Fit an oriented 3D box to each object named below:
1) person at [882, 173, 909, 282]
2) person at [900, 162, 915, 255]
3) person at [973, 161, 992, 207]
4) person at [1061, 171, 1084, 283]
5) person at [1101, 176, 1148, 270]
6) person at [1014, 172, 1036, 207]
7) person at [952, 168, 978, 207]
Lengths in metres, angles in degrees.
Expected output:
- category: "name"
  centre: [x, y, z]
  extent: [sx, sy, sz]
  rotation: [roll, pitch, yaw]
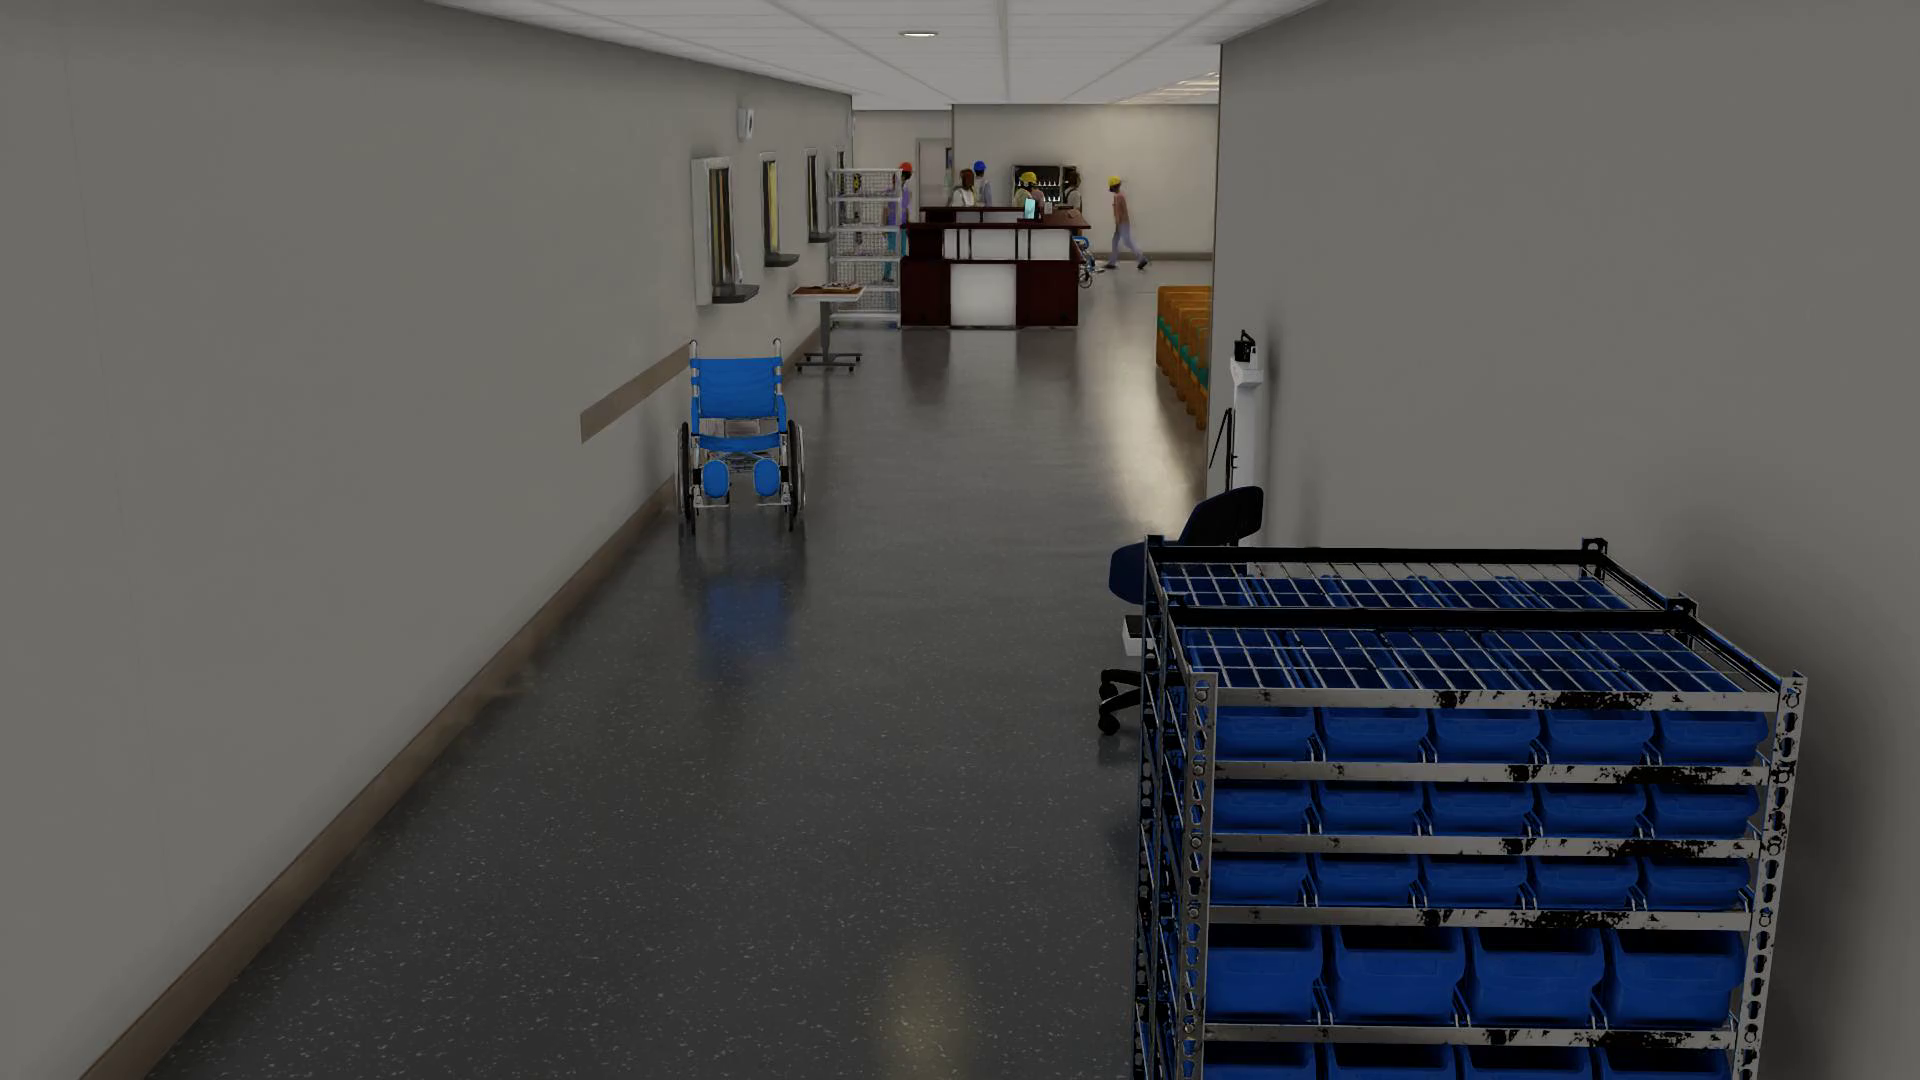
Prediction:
- category: "person"
  centre: [-1.094, -5.288, 28.129]
  extent: [0.403, 1.827, 0.588]
  rotation: [13, 19, 42]
- category: "person"
  centre: [-1.093, -6.268, 31.915]
  extent: [0.468, 1.923, 0.551]
  rotation: [-1, 14, -5]
- category: "person"
  centre: [0.369, -6.221, 31.662]
  extent: [0.605, 1.951, 0.381]
  rotation: [12, 18, 39]
- category: "person"
  centre: [1.890, -5.252, 27.942]
  extent: [0.344, 1.846, 0.506]
  rotation: [-8, 16, -29]
- category: "person"
  centre: [3.057, -5.824, 30.557]
  extent: [0.865, 1.716, 0.547]
  rotation: [4, 14, 14]
- category: "person"
  centre: [1.127, -5.386, 28.538]
  extent: [0.403, 1.823, 0.588]
  rotation: [-2, 14, -7]
- category: "person"
  centre: [0.111, -5.793, 30.152]
  extent: [0.430, 1.845, 0.624]
  rotation: [8, 16, 30]
